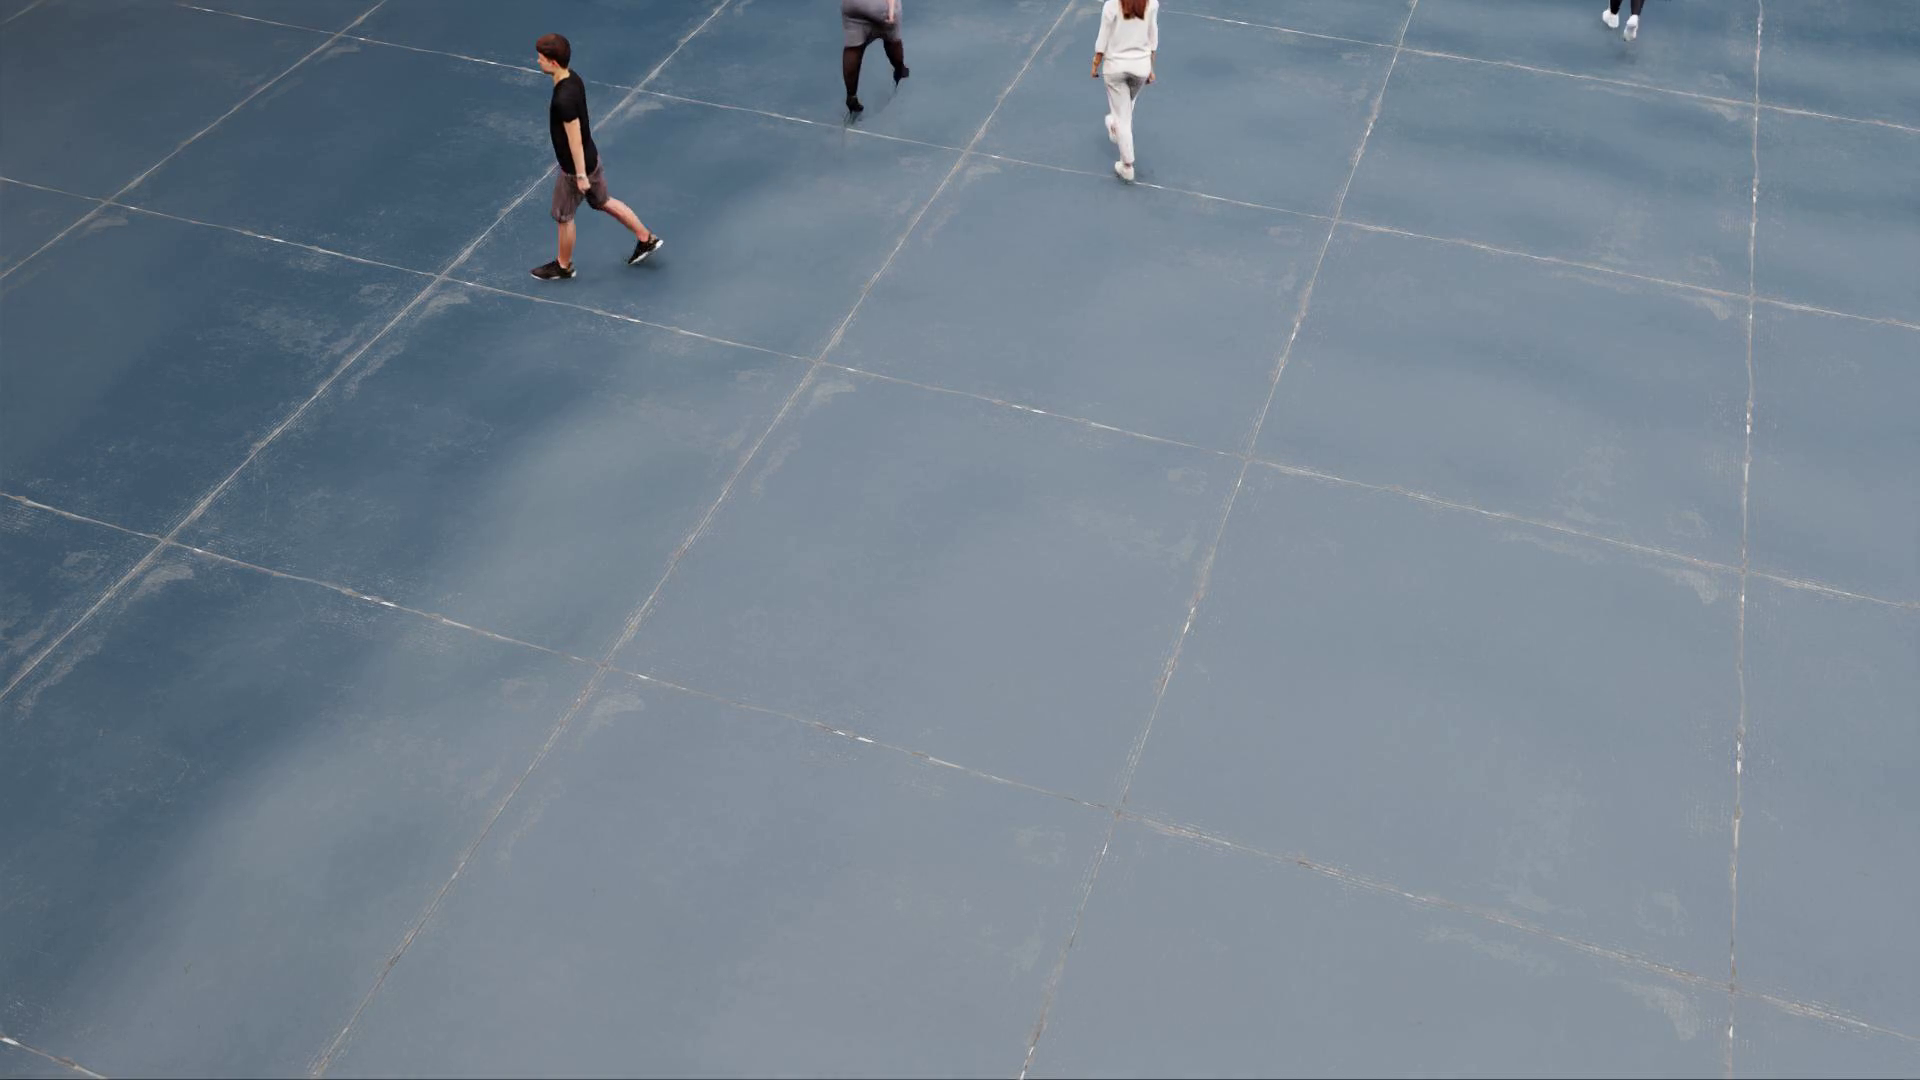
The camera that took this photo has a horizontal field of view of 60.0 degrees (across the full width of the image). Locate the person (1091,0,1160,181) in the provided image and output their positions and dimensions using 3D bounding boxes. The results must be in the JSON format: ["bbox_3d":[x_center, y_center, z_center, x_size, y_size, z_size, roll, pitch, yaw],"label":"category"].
[{"bbox_3d":[1.292,-3.550,12.669,1.095,1.643,1.076,-11,44,-12],"label":"person"}]

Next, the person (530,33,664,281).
[{"bbox_3d":[-2.565,-2.639,11.550,1.305,1.839,1.071,-5,43,-6],"label":"person"}]

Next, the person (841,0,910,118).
[{"bbox_3d":[-0.765,-4.232,13.352,1.060,1.709,0.801,19,46,19],"label":"person"}]
